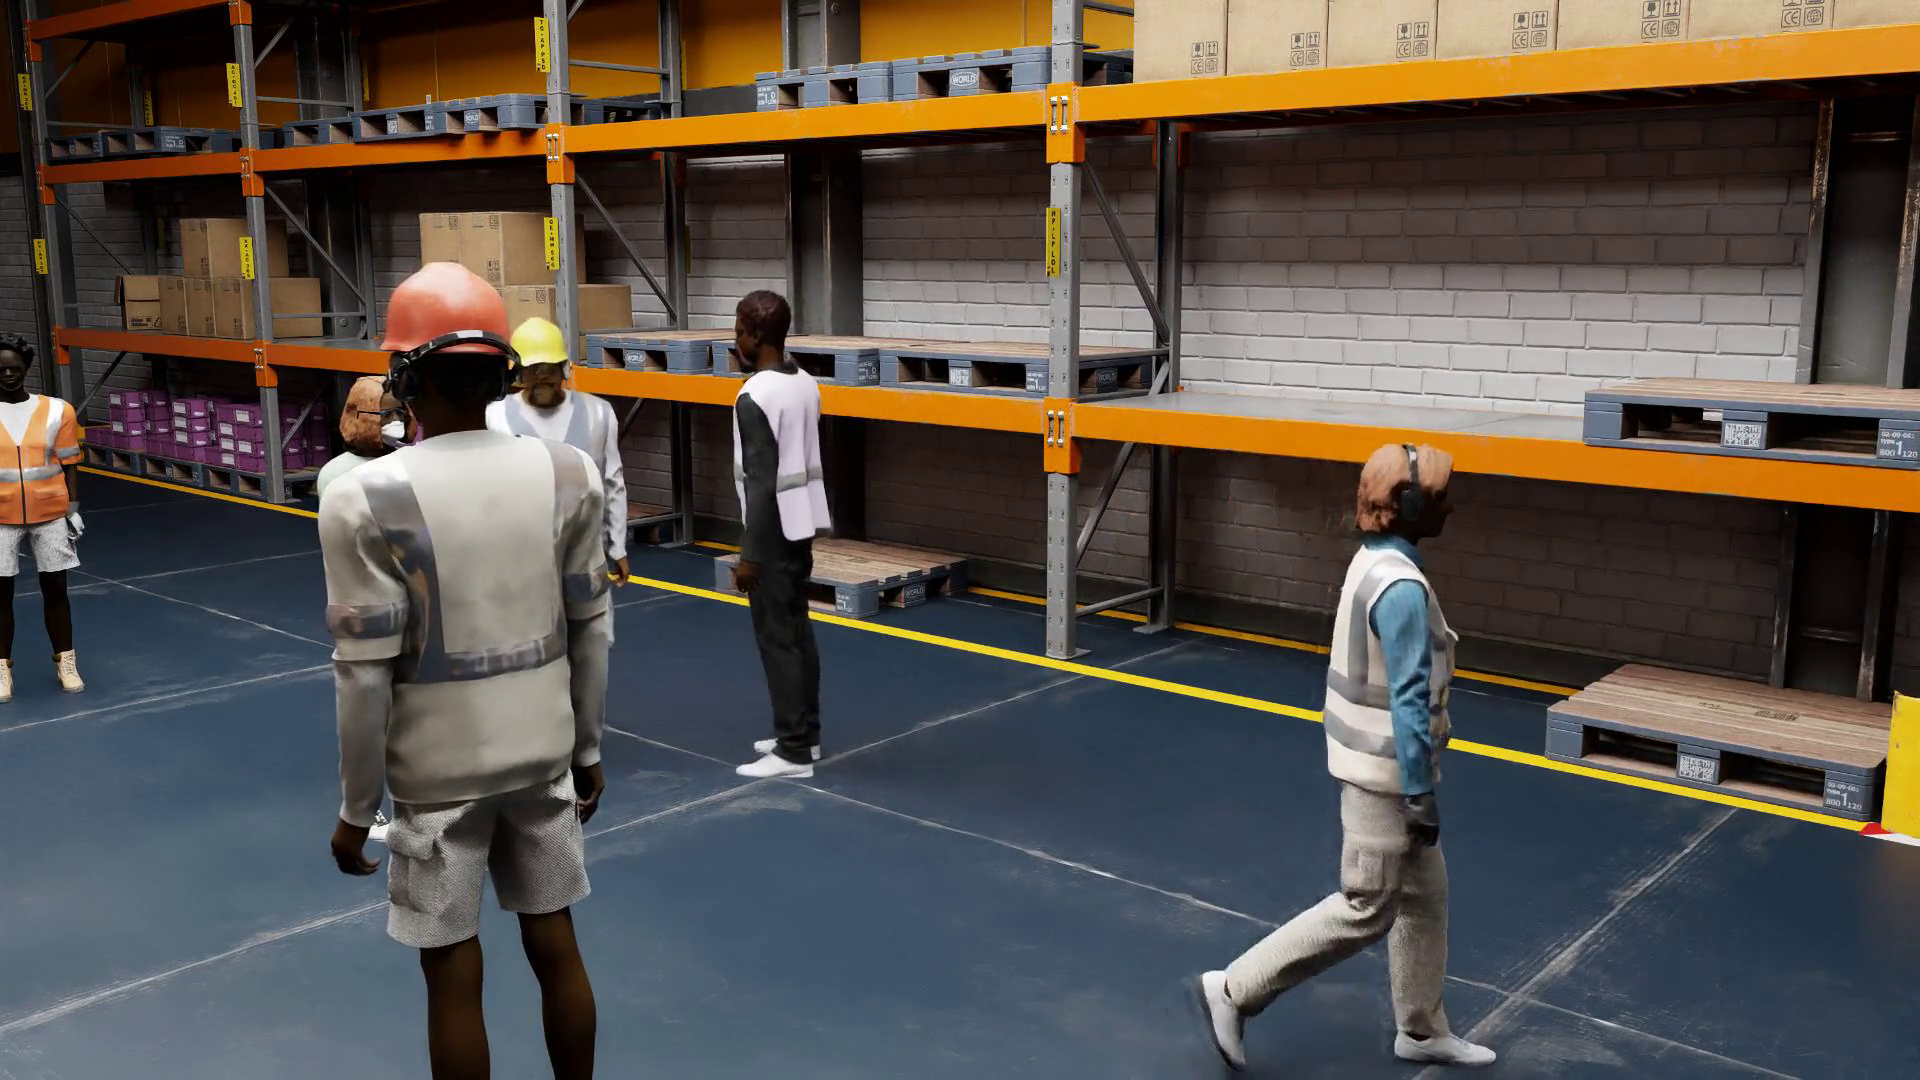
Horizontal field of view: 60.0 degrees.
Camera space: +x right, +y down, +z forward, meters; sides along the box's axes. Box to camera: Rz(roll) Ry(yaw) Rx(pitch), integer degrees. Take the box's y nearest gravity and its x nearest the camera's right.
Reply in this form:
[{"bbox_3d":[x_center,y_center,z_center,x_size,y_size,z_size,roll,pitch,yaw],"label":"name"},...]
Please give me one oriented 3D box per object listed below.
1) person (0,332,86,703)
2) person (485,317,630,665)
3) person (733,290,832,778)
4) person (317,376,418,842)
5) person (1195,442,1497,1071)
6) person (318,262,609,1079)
[{"bbox_3d":[-4.322,-0.106,7.665,0.535,1.697,0.318,-7,12,-34],"label":"person"},{"bbox_3d":[-1.605,0.028,6.563,0.609,1.810,0.434,-5,11,-25],"label":"person"},{"bbox_3d":[-0.706,-0.017,6.540,0.373,1.918,0.596,2,10,14],"label":"person"},{"bbox_3d":[-2.037,0.233,5.913,0.274,1.632,0.507,5,11,24],"label":"person"},{"bbox_3d":[0.983,0.560,4.105,0.699,1.612,0.521,2,10,11],"label":"person"},{"bbox_3d":[-1.020,0.456,3.472,0.605,2.045,0.378,-9,13,-42],"label":"person"}]
